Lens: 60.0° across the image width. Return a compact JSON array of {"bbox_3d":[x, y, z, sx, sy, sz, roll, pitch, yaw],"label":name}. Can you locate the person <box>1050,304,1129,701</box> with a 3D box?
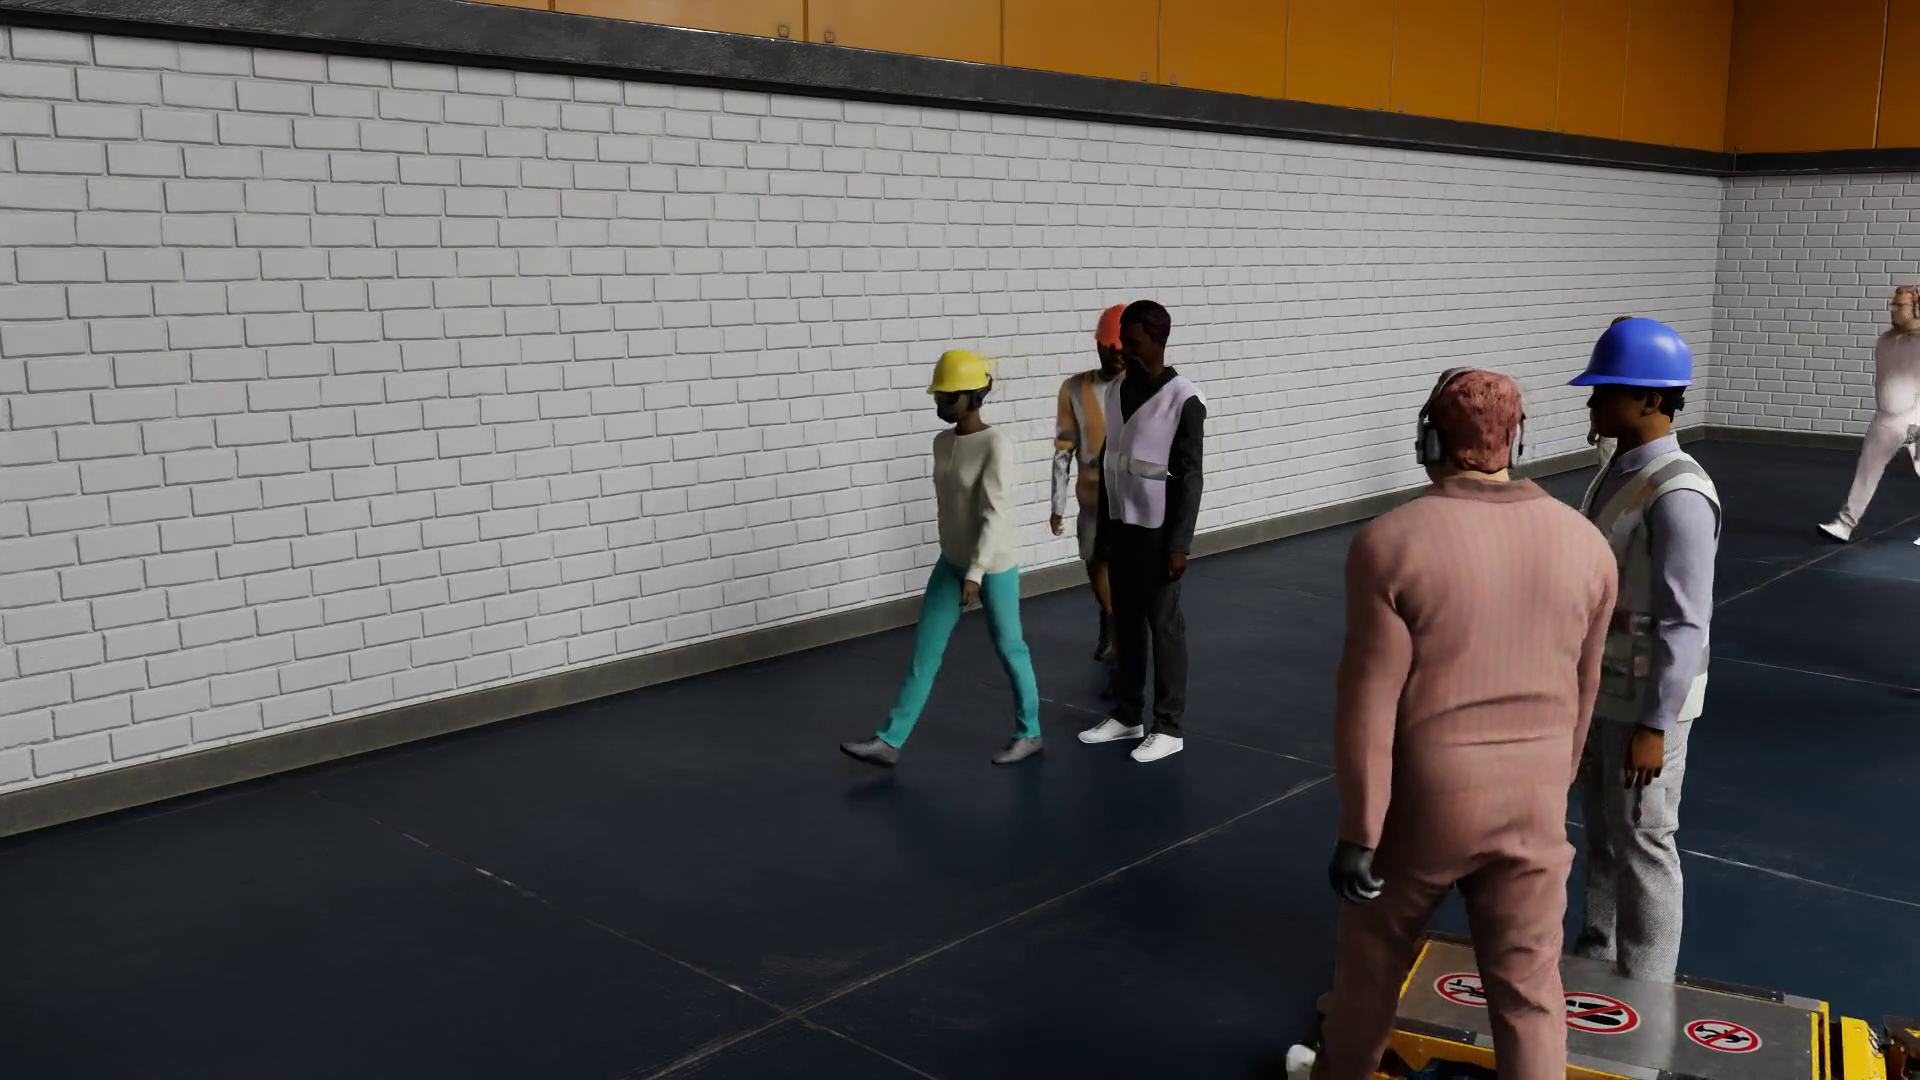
[{"bbox_3d":[0.752,-0.223,8.156,0.575,1.888,0.993,2,10,14],"label":"person"}]

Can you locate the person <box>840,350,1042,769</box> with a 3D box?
[{"bbox_3d":[-0.021,0.109,6.674,0.929,1.718,0.540,-8,13,-37],"label":"person"}]

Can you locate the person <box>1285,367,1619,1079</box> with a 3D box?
[{"bbox_3d":[1.074,0.552,3.735,0.687,1.862,0.917,-2,10,-13],"label":"person"}]

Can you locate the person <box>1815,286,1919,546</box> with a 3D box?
[{"bbox_3d":[6.673,-0.859,11.803,1.031,1.856,0.644,-4,11,-20],"label":"person"}]

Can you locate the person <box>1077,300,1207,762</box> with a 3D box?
[{"bbox_3d":[0.784,-0.042,6.979,0.392,1.917,0.592,-7,12,-34],"label":"person"}]

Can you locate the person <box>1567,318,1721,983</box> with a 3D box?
[{"bbox_3d":[1.752,0.398,4.378,0.388,1.949,0.602,1,10,3],"label":"person"}]

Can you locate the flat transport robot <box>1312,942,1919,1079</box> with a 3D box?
[{"bbox_3d":[1.653,1.278,4.143,1.431,0.197,0.652,5,11,26],"label":"flat transport robot"}]

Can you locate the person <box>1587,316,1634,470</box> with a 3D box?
[{"bbox_3d":[4.832,-0.810,12.133,0.513,1.641,0.307,-2,10,-10],"label":"person"}]
